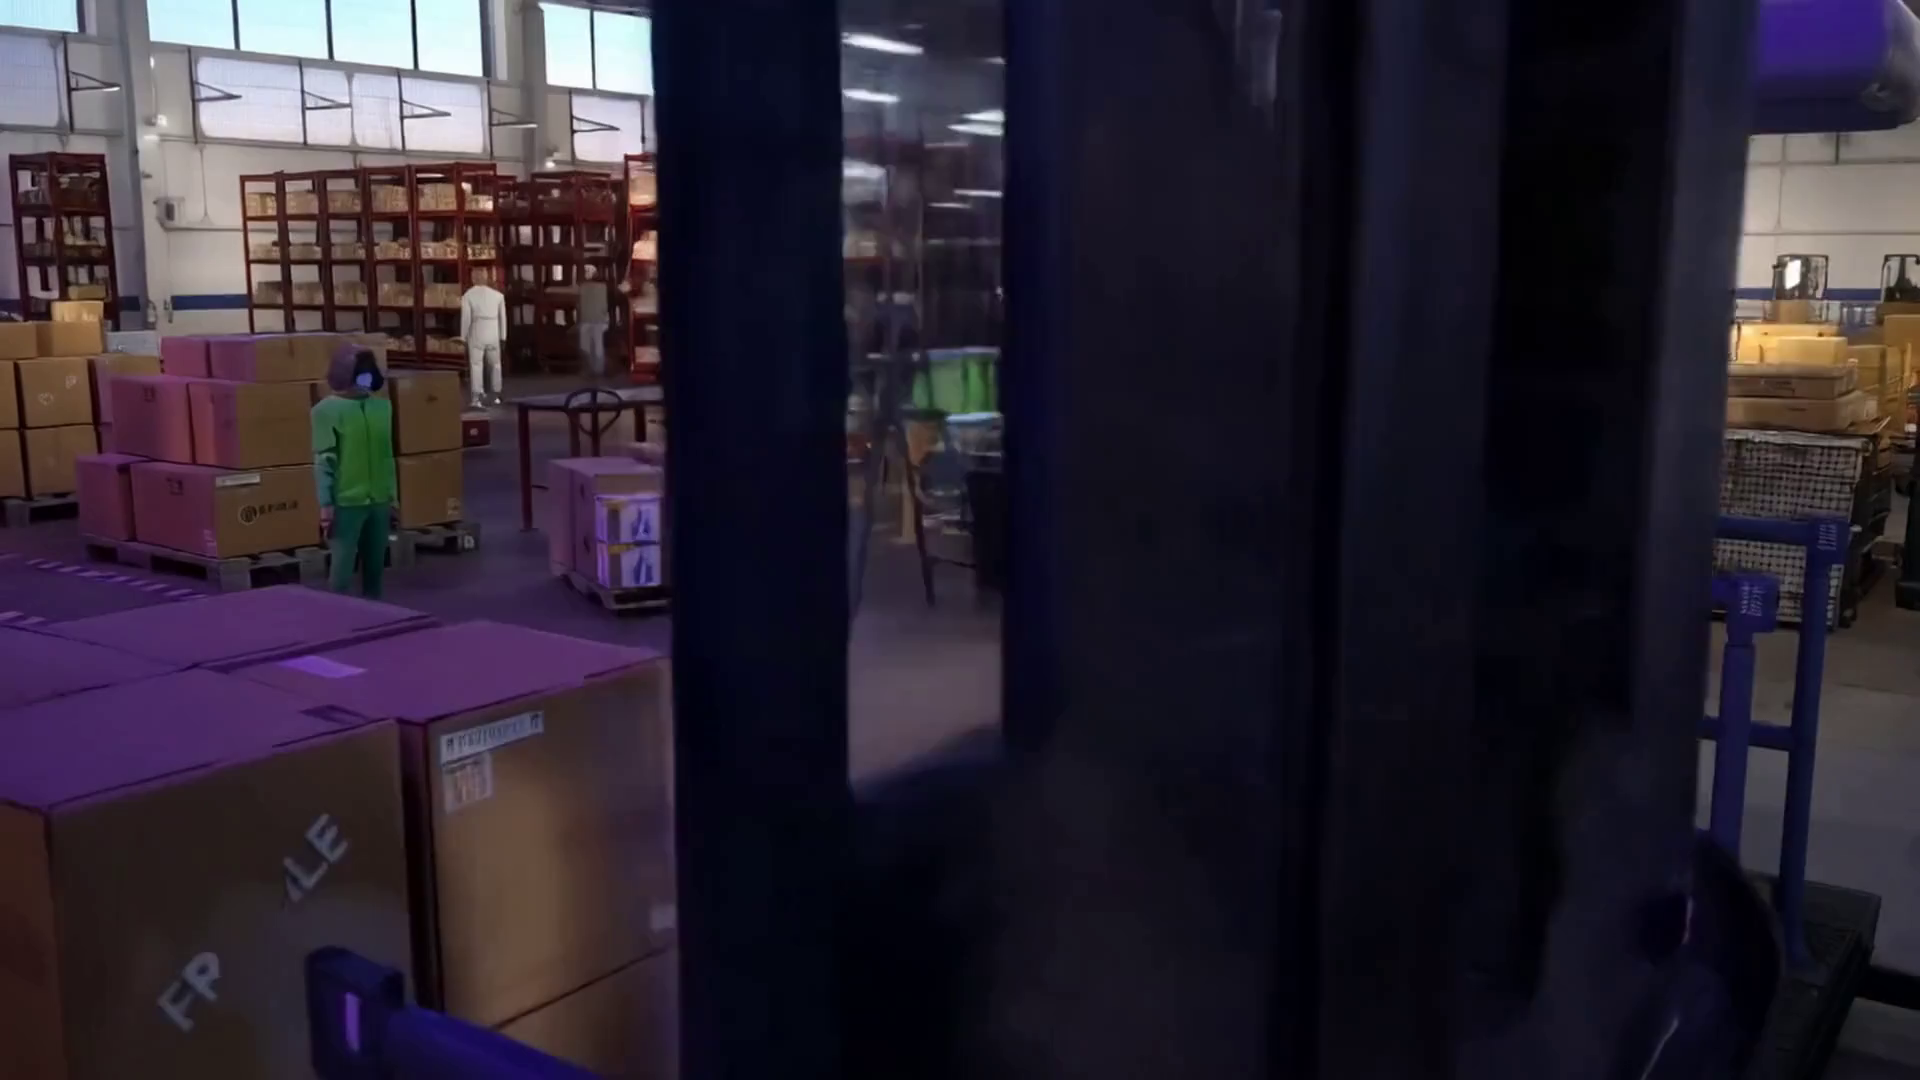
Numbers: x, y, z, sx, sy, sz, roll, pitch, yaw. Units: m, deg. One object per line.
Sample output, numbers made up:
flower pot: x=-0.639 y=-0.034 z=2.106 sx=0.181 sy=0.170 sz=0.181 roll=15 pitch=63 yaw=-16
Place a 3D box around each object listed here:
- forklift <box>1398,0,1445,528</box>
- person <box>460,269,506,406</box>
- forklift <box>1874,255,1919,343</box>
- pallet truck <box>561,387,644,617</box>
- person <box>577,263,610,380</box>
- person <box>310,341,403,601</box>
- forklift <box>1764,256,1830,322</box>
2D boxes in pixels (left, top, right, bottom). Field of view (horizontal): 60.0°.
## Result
forklift: x=1.249 y=-0.137 z=4.360 sx=1.873 sy=2.768 sz=1.129 roll=7 pitch=12 yaw=35
person: x=-6.679 y=-2.825 z=23.262 sx=0.651 sy=1.907 sz=0.409 roll=-7 pitch=12 yaw=-37
forklift: x=22.089 y=-5.634 z=38.796 sx=1.157 sy=1.987 sz=2.680 roll=6 pitch=11 yaw=33
pallet truck: x=-1.981 y=-0.274 z=10.088 sx=0.680 sy=1.201 sz=1.601 roll=-5 pitch=11 yaw=-28
person: x=-6.254 y=-3.720 z=28.350 sx=0.640 sy=1.980 sz=0.468 roll=3 pitch=10 yaw=17
person: x=-2.972 y=-0.165 z=8.231 sx=0.266 sy=1.631 sz=0.507 roll=5 pitch=11 yaw=25
forklift: x=20.253 y=-5.854 z=40.139 sx=1.157 sy=1.987 sz=2.680 roll=7 pitch=12 yaw=35
